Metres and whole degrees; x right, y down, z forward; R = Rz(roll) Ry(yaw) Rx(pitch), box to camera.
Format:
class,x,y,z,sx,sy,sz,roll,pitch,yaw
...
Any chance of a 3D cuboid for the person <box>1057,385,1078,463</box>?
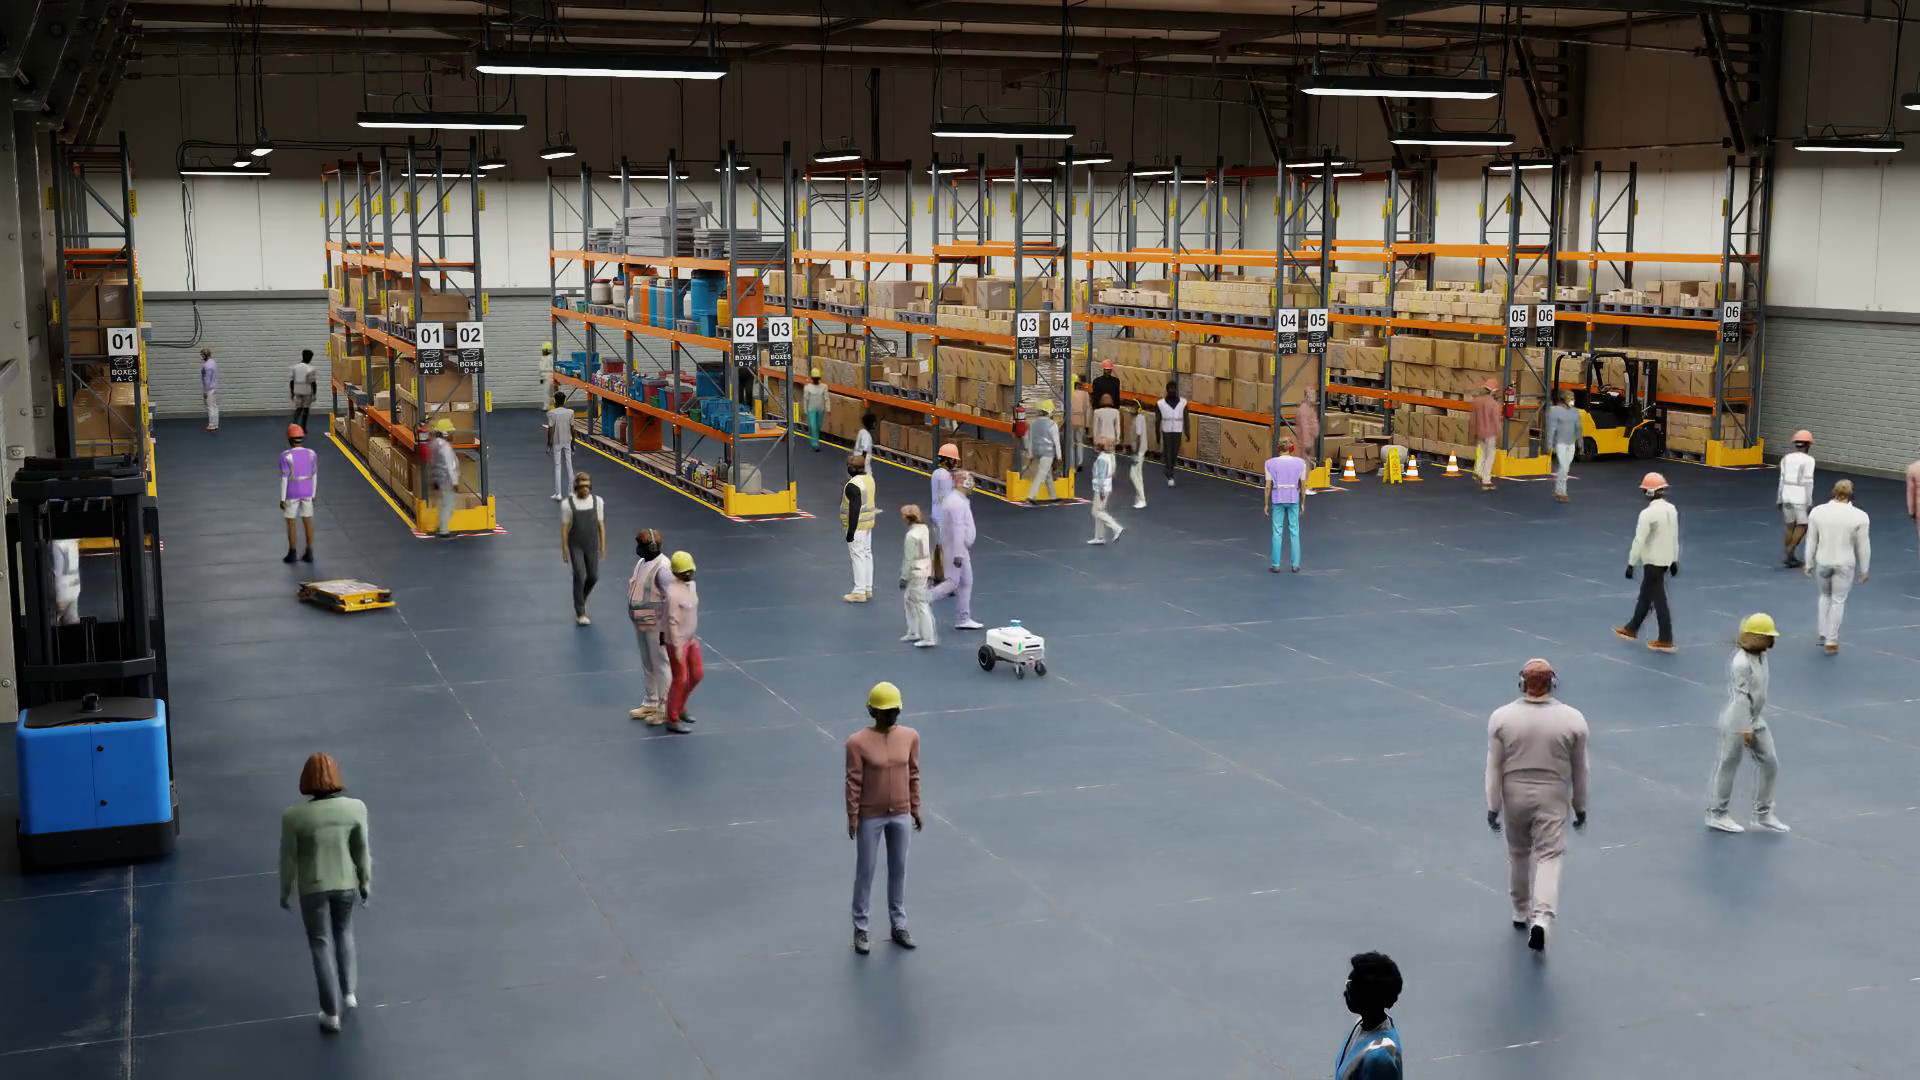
class,x,y,z,sx,sy,sz,roll,pitch,yaw
person,2.014,-2.496,41.206,0.610,2.026,0.658,-1,9,-6

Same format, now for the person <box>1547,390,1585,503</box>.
class,x,y,z,sx,sy,sz,roll,pitch,yaw
person,10.312,-1.578,35.435,0.658,1.915,0.728,-4,10,-26

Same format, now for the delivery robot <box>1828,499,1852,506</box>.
class,x,y,z,sx,sy,sz,roll,pitch,yaw
delivery robot,13.623,-0.471,32.410,0.477,0.478,0.707,3,9,21

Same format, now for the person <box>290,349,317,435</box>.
class,x,y,z,sx,sy,sz,roll,pitch,yaw
person,-14.689,-3.311,46.928,0.637,1.933,0.427,2,9,10

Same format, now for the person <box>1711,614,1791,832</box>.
class,x,y,z,sx,sy,sz,roll,pitch,yaw
person,6.115,1.421,16.086,0.496,1.721,0.679,-8,11,-42

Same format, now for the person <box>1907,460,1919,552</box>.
class,x,y,z,sx,sy,sz,roll,pitch,yaw
person,12.882,-0.401,27.714,0.676,1.888,0.418,4,10,27

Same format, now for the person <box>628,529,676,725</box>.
class,x,y,z,sx,sy,sz,roll,pitch,yaw
person,-2.918,0.806,19.796,0.429,1.842,0.636,-5,10,-32

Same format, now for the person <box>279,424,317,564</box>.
class,x,y,z,sx,sy,sz,roll,pitch,yaw
person,-9.226,-0.650,29.184,0.549,1.937,0.361,-8,12,-42

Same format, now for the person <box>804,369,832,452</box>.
class,x,y,z,sx,sy,sz,roll,pitch,yaw
person,-2.966,-2.683,43.453,0.535,1.717,0.903,-3,9,-19

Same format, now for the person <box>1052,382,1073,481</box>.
class,x,y,z,sx,sy,sz,roll,pitch,yaw
person,1.812,-2.053,38.249,0.616,2.027,0.429,-3,9,-21

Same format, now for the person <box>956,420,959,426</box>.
class,x,y,z,sx,sy,sz,roll,pitch,yaw
person,-0.071,-3.580,48.901,0.564,1.896,0.984,-2,9,-12

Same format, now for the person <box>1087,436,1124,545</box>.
class,x,y,z,sx,sy,sz,roll,pitch,yaw
person,2.133,-0.727,30.737,0.480,1.627,0.518,2,9,13

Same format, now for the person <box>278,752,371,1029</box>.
class,x,y,z,sx,sy,sz,roll,pitch,yaw
person,-3.747,2.042,12.312,0.502,1.617,0.493,-6,10,-34

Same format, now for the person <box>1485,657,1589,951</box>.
class,x,y,z,sx,sy,sz,roll,pitch,yaw
person,3.768,1.707,13.706,0.644,1.880,0.924,3,9,19

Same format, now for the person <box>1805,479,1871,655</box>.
class,x,y,z,sx,sy,sz,roll,pitch,yaw
person,9.669,0.280,23.024,0.659,1.914,0.668,7,11,38

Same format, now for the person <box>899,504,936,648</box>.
class,x,y,z,sx,sy,sz,roll,pitch,yaw
person,-0.539,0.396,23.240,0.619,1.611,0.535,3,9,17

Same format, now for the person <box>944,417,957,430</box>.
class,x,y,z,sx,sy,sz,roll,pitch,yaw
person,-0.243,-2.941,45.538,0.497,1.614,0.392,-2,9,-10

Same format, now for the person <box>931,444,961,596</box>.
class,x,y,z,sx,sy,sz,roll,pitch,yaw
person,-0.171,-0.264,26.647,0.375,1.927,0.543,-3,9,-18

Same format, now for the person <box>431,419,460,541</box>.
class,x,y,z,sx,sy,sz,roll,pitch,yaw
person,-7.658,-0.900,31.260,0.434,1.817,0.597,-4,9,-23

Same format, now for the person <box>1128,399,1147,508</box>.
class,x,y,z,sx,sy,sz,roll,pitch,yaw
person,2.968,-1.453,34.941,0.313,1.835,0.703,2,9,15

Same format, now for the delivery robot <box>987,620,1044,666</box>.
class,x,y,z,sx,sy,sz,roll,pitch,yaw
delivery robot,0.580,1.087,22.022,0.477,0.478,0.707,-5,10,-30

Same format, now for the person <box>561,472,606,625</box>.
class,x,y,z,sx,sy,sz,roll,pitch,yaw
person,-4.468,0.072,24.759,0.544,1.818,0.602,-4,10,-27

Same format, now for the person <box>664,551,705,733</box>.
class,x,y,z,sx,sy,sz,roll,pitch,yaw
person,-2.561,0.935,19.310,0.428,1.724,0.569,3,9,18

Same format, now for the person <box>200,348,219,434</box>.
class,x,y,z,sx,sy,sz,roll,pitch,yaw
person,-17.025,-3.391,47.473,0.378,1.936,0.637,-1,9,-8

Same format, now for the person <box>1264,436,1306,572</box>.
class,x,y,z,sx,sy,sz,roll,pitch,yaw
person,4.405,-0.482,28.393,0.563,1.838,0.390,0,9,2

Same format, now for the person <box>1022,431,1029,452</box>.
class,x,y,z,sx,sy,sz,roll,pitch,yaw
person,1.378,-2.663,42.895,0.622,1.874,0.984,0,9,-2

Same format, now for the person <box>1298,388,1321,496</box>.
class,x,y,z,sx,sy,sz,roll,pitch,yaw
person,6.101,-1.723,36.600,0.414,1.868,0.803,2,9,14

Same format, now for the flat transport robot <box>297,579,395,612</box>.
class,x,y,z,sx,sy,sz,roll,pitch,yaw
flat transport robot,-7.639,0.674,26.029,0.652,0.197,1.431,-7,11,-39

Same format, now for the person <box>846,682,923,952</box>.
class,x,y,z,sx,sy,sz,roll,pitch,yaw
person,-0.496,1.790,13.596,0.536,1.778,0.441,-4,9,-25

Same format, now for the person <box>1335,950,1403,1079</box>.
class,x,y,z,sx,sy,sz,roll,pitch,yaw
person,1.701,2.536,8.737,0.318,1.699,0.535,1,9,4

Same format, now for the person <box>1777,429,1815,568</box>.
class,x,y,z,sx,sy,sz,roll,pitch,yaw
person,11.484,-0.567,28.779,0.565,1.899,0.551,-4,9,-24

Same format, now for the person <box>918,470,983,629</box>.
class,x,y,z,sx,sy,sz,roll,pitch,yaw
person,-0.153,0.121,24.311,0.768,1.870,0.680,1,9,3

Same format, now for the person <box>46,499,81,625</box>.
class,x,y,z,sx,sy,sz,roll,pitch,yaw
person,-9.161,0.519,21.423,0.805,1.925,0.629,0,9,-2

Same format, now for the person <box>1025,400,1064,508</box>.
class,x,y,z,sx,sy,sz,roll,pitch,yaw
person,1.395,-1.446,34.995,0.919,1.796,0.610,-7,11,-37

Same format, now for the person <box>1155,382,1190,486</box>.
class,x,y,z,sx,sy,sz,roll,pitch,yaw
person,3.849,-1.951,38.082,0.592,1.878,0.960,-1,9,-9

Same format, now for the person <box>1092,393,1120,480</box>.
class,x,y,z,sx,sy,sz,roll,pitch,yaw
person,2.667,-1.879,38.433,0.504,1.623,0.340,-2,9,-10

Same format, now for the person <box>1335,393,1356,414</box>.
class,x,y,z,sx,sy,sz,roll,pitch,yaw
person,8.904,-3.370,48.196,0.566,1.707,0.447,-3,9,-20

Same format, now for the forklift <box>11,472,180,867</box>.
class,x,y,z,sx,sy,sz,roll,pitch,yaw
forklift,-6.630,0.886,15.957,1.129,2.768,1.873,-3,9,-21

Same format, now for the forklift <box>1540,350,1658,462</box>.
class,x,y,z,sx,sy,sz,roll,pitch,yaw
forklift,12.897,-2.725,42.309,2.313,2.155,1.214,-3,9,-21

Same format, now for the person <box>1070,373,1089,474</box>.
class,x,y,z,sx,sy,sz,roll,pitch,yaw
person,2.136,-2.201,39.584,0.609,1.915,0.416,-3,9,-17

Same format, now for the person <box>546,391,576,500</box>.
class,x,y,z,sx,sy,sz,roll,pitch,yaw
person,-6.850,-1.629,35.931,0.521,1.873,0.328,-4,10,-27

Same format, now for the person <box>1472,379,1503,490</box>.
class,x,y,z,sx,sy,sz,roll,pitch,yaw
person,9.430,-1.886,37.296,0.450,1.969,0.643,-5,10,-28

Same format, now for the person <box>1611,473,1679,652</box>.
class,x,y,z,sx,sy,sz,roll,pitch,yaw
person,7.591,0.224,23.268,0.653,1.955,0.933,-8,11,-42

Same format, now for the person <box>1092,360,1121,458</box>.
class,x,y,z,sx,sy,sz,roll,pitch,yaw
person,2.970,-2.656,42.370,0.622,1.992,0.396,-3,9,-20

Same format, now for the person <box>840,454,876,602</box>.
class,x,y,z,sx,sy,sz,roll,pitch,yaw
person,-1.286,-0.158,26.229,0.429,1.840,0.629,3,9,18

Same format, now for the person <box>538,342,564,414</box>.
class,x,y,z,sx,sy,sz,roll,pitch,yaw
person,-10.257,-4.082,52.503,0.740,1.806,0.598,-6,10,-33

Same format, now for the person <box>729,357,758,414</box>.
class,x,y,z,sx,sy,sz,roll,pitch,yaw
person,-5.345,-4.017,51.432,0.703,2.000,0.800,0,9,3

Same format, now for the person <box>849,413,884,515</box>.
class,x,y,z,sx,sy,sz,roll,pitch,yaw
person,-1.609,-1.237,34.072,0.640,1.649,0.546,-2,9,-15
